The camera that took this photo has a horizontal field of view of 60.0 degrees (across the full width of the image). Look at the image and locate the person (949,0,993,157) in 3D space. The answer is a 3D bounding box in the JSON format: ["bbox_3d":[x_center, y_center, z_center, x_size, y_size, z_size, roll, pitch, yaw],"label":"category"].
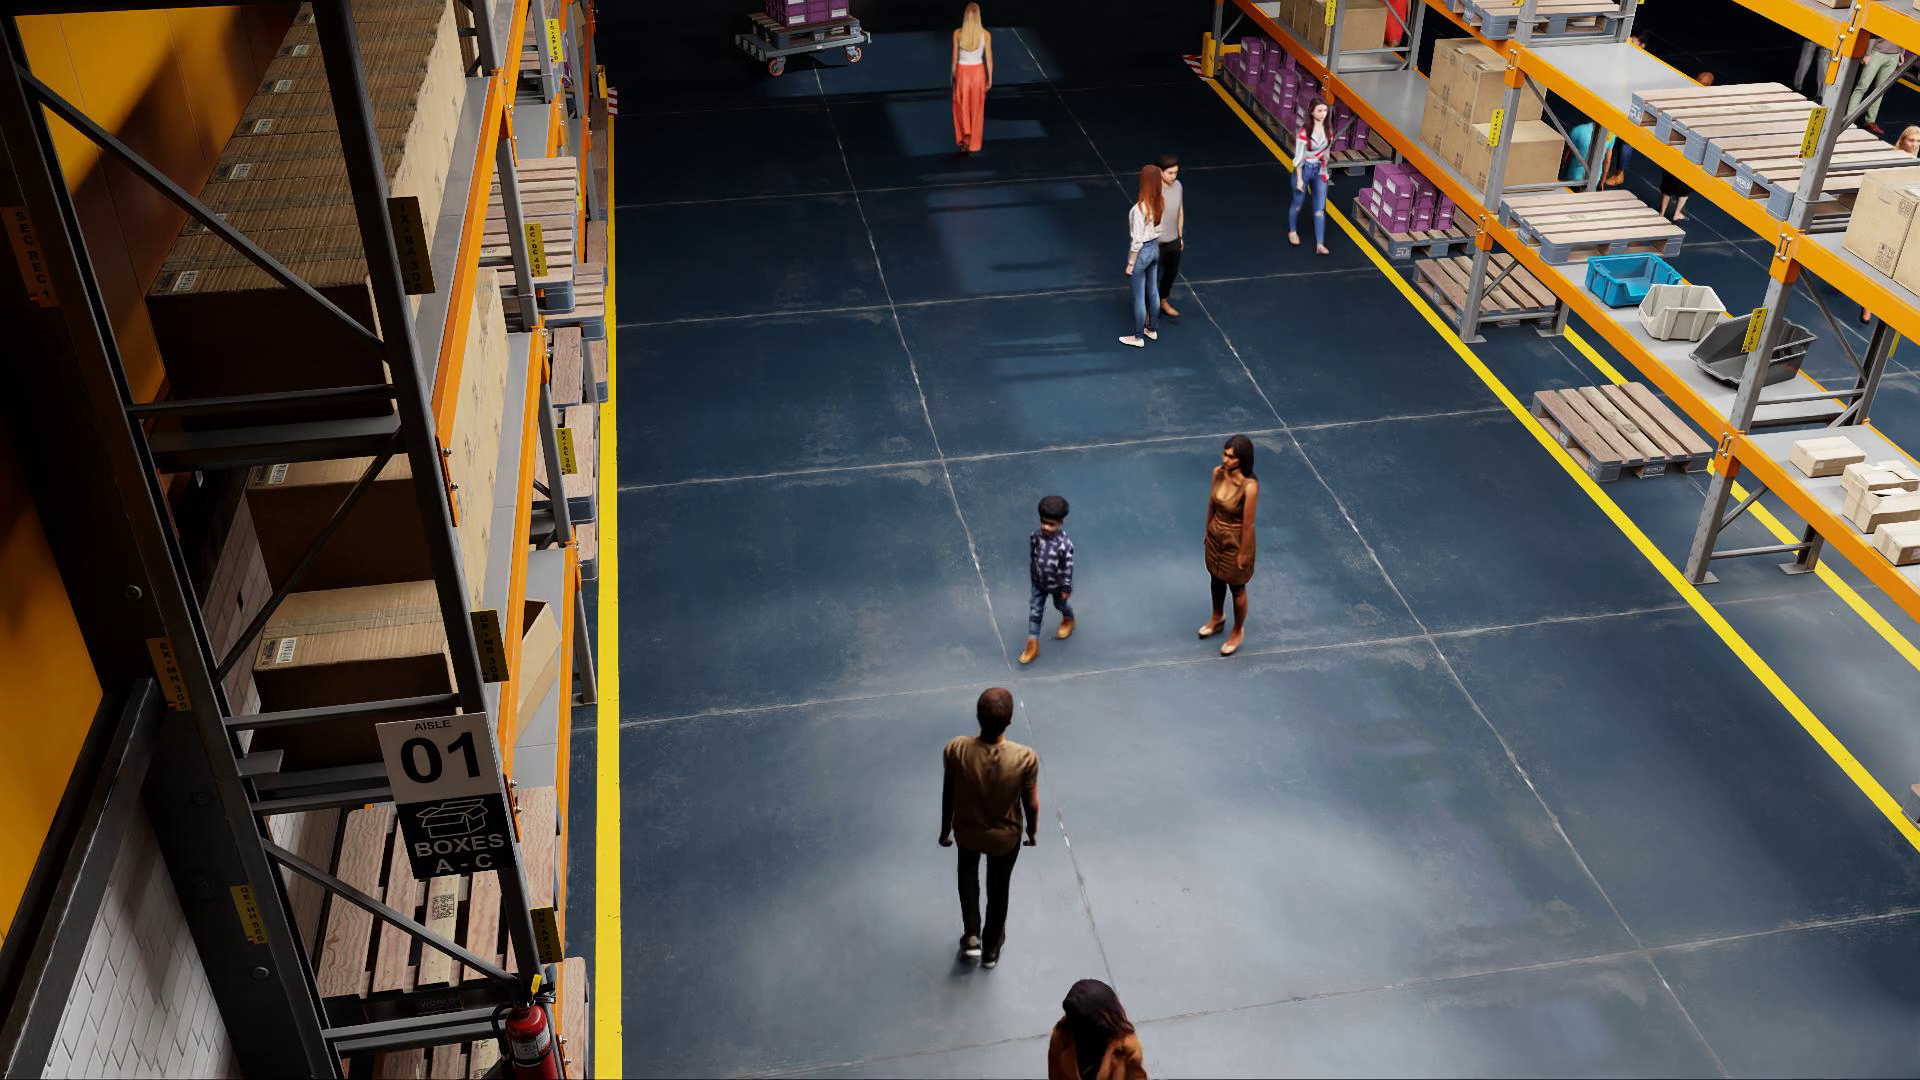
[{"bbox_3d":[0.111,-5.246,19.124,0.768,1.792,0.882,3,34,4],"label":"person"}]

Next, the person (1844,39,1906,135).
[{"bbox_3d":[11.044,-5.806,19.891,0.681,1.874,0.589,-4,34,-6],"label":"person"}]

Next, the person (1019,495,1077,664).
[{"bbox_3d":[0.657,0.226,11.402,0.814,1.226,0.904,18,38,25],"label":"person"}]

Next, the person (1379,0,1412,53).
[{"bbox_3d":[5.517,-6.675,21.362,0.718,1.694,1.093,-11,35,-16],"label":"person"}]

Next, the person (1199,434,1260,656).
[{"bbox_3d":[1.841,0.017,11.300,0.694,1.686,0.583,-22,39,-29],"label":"person"}]

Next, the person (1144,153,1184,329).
[{"bbox_3d":[1.882,-2.821,15.554,0.773,1.705,0.766,-19,38,-26],"label":"person"}]

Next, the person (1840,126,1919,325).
[{"bbox_3d":[8.663,-3.027,15.760,0.936,1.820,1.225,8,34,11],"label":"person"}]

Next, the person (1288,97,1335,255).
[{"bbox_3d":[3.547,-3.761,17.078,0.606,1.583,0.927,-7,34,-10],"label":"person"}]

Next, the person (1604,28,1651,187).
[{"bbox_3d":[7.422,-4.846,18.566,0.784,1.742,0.606,-11,35,-15],"label":"person"}]

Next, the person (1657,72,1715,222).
[{"bbox_3d":[7.705,-4.161,17.646,0.719,1.620,0.774,17,37,23],"label":"person"}]

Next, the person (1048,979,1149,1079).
[{"bbox_3d":[0.626,2.565,7.469,1.024,1.684,1.221,7,34,11],"label":"person"}]

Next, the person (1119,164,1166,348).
[{"bbox_3d":[1.691,-2.602,15.203,0.684,1.728,0.651,26,42,34],"label":"person"}]

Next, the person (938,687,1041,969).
[{"bbox_3d":[0.129,1.595,8.787,0.787,1.841,0.790,5,34,8],"label":"person"}]

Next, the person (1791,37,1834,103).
[{"bbox_3d":[10.872,-6.353,20.842,0.830,1.733,1.174,4,34,6],"label":"person"}]
